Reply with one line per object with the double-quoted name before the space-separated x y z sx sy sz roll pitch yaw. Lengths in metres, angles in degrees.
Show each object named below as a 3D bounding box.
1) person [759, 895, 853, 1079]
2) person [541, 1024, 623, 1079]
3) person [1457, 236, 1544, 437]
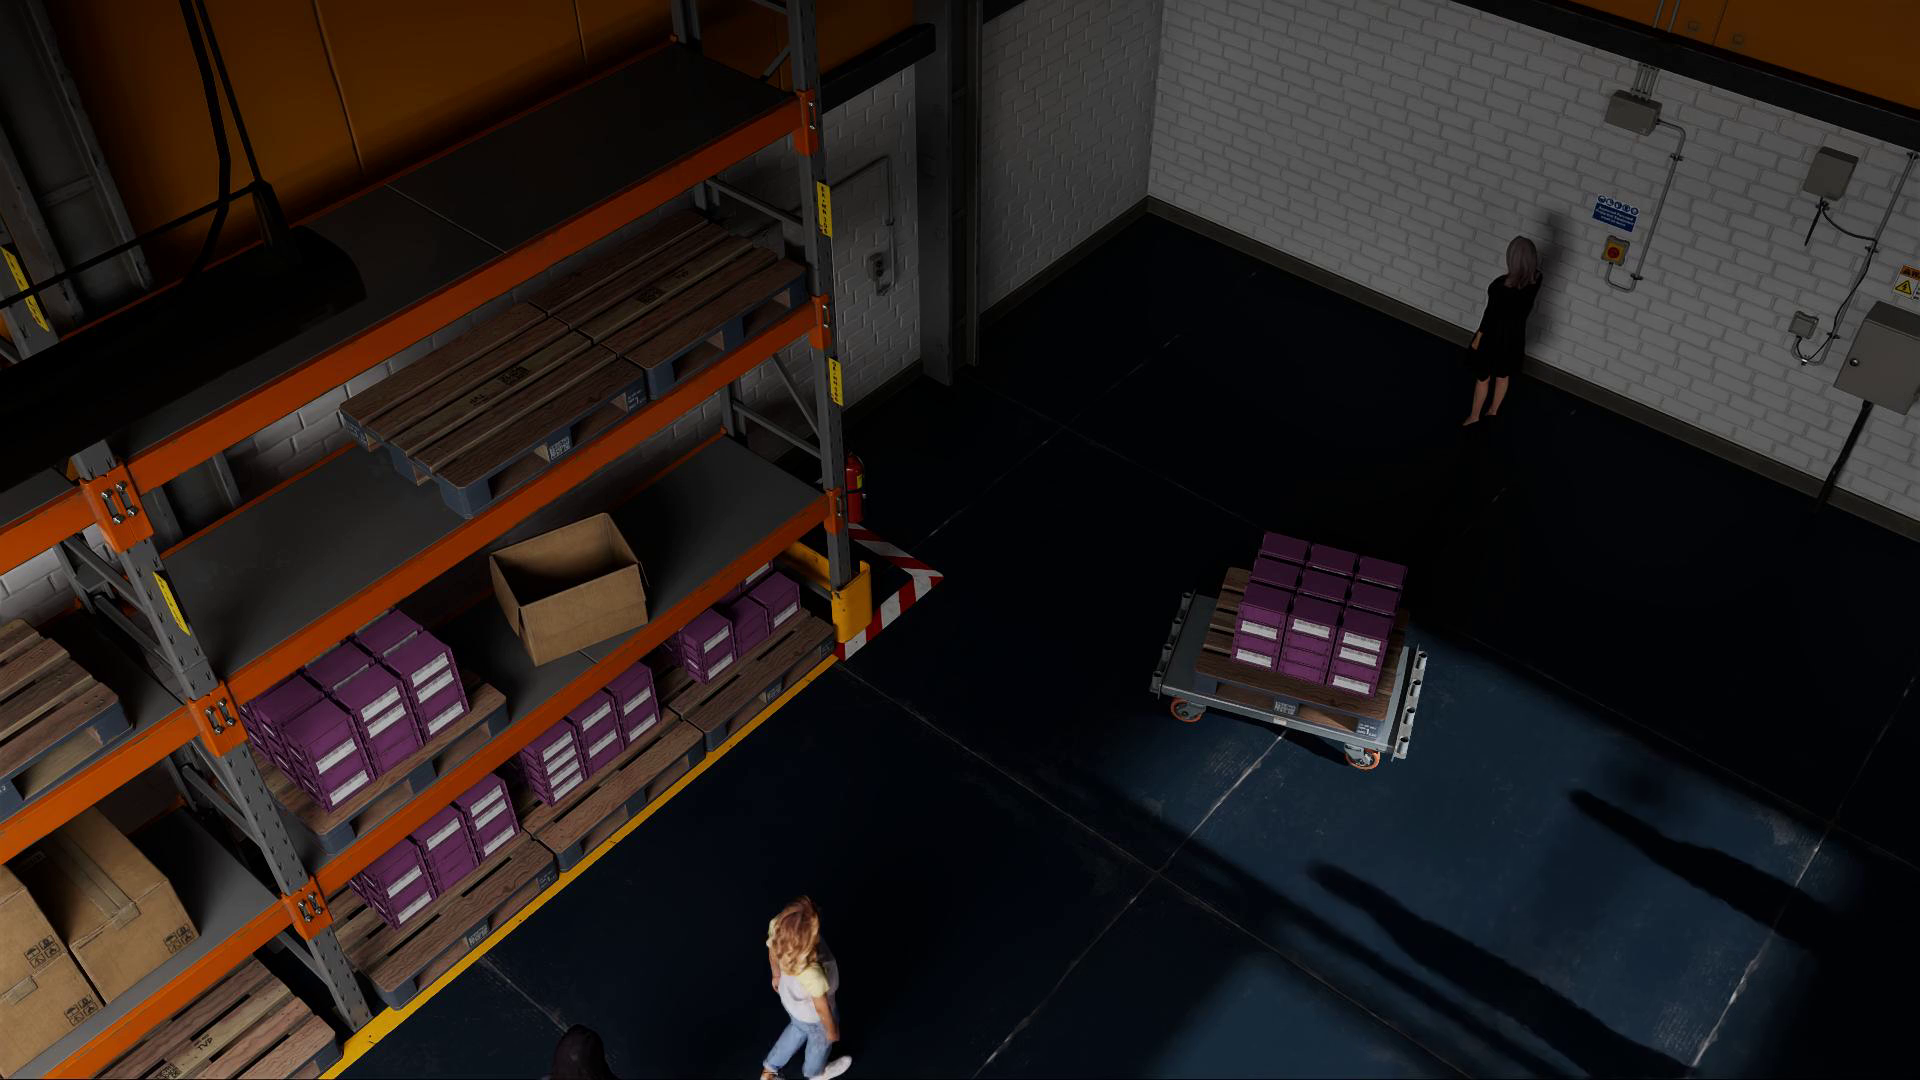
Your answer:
"person" -0.840 2.392 8.439 0.882 1.712 0.760 -24 49 -23
"person" -1.748 2.901 7.934 0.982 1.671 1.071 -1 44 -1
"person" 4.071 -1.532 12.530 0.664 1.749 0.756 -13 45 -13
